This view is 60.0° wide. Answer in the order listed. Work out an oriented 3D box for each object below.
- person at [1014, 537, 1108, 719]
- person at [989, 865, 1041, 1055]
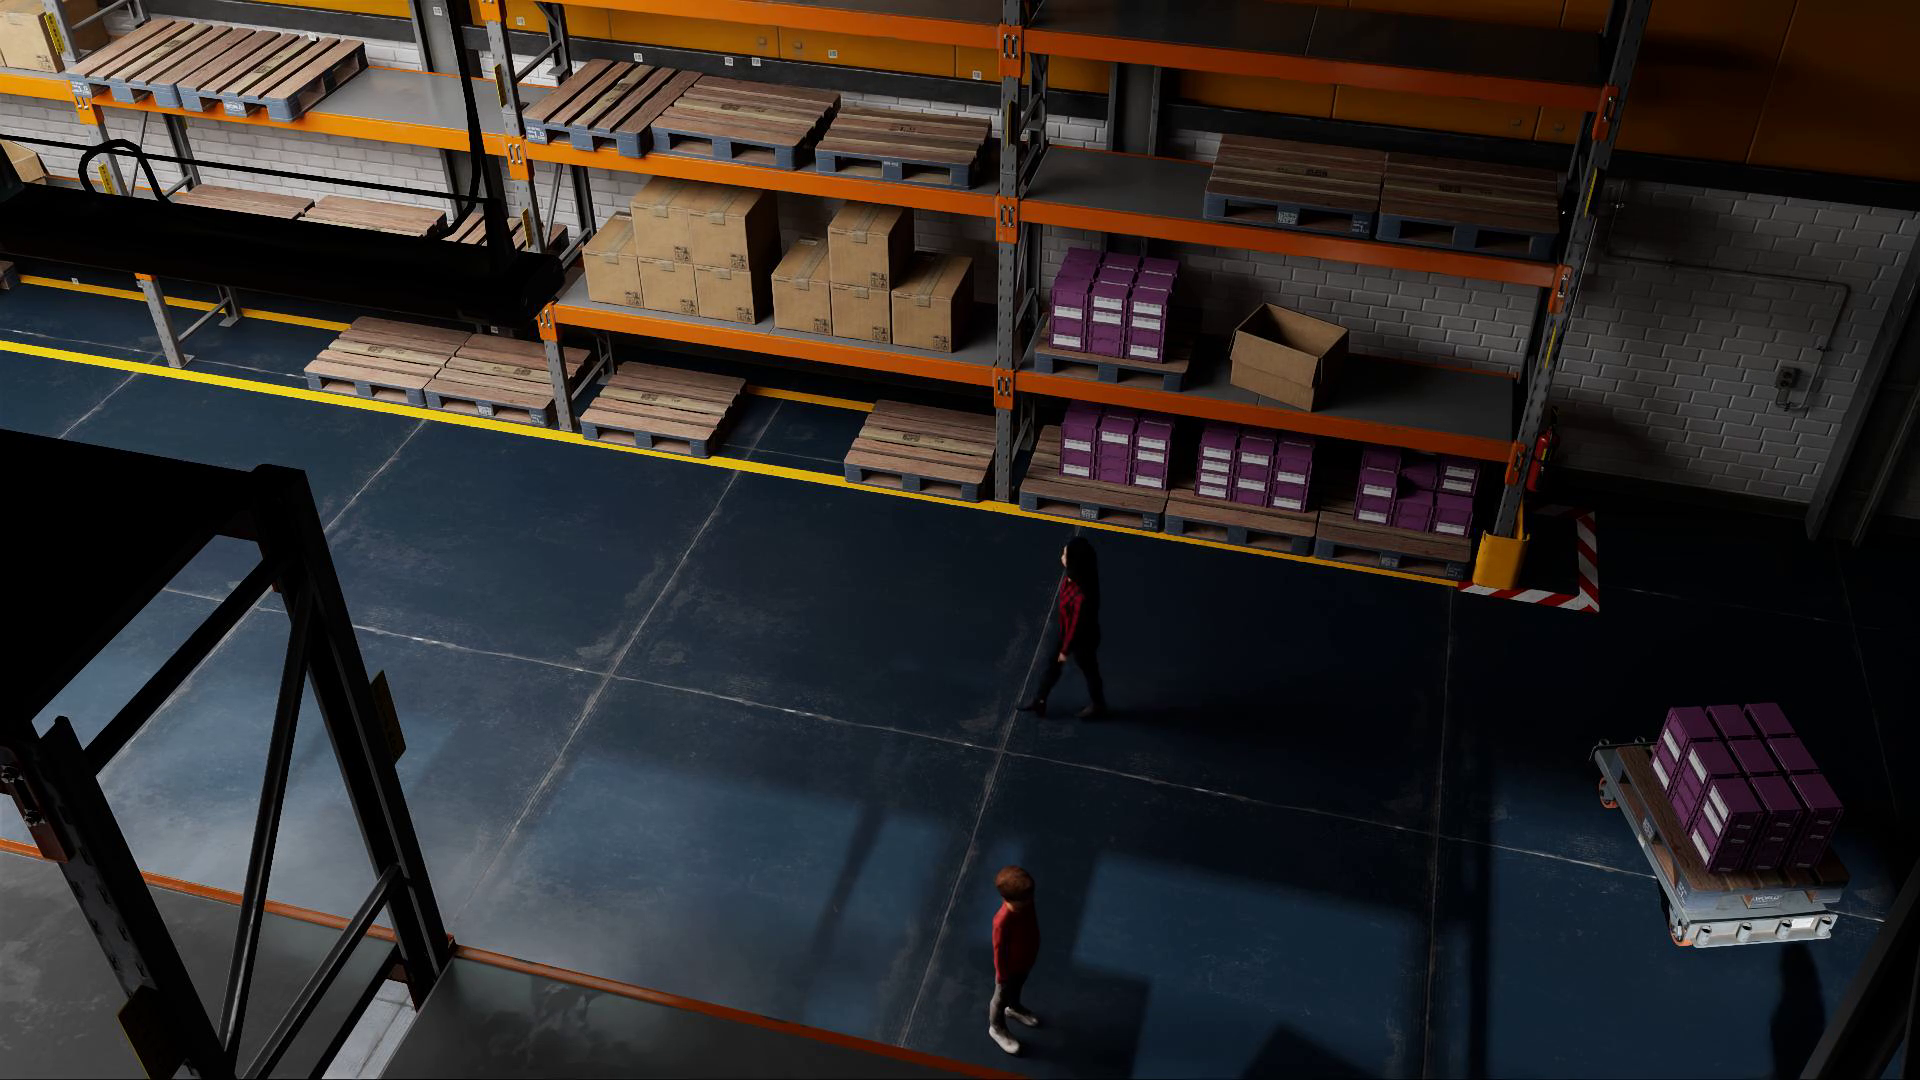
[{"bbox_3d":[0.915,0.647,11.482,0.984,1.633,0.793,-3,39,-4],"label":"person"},{"bbox_3d":[0.306,2.360,9.511,0.553,1.416,0.573,22,44,25],"label":"person"}]
